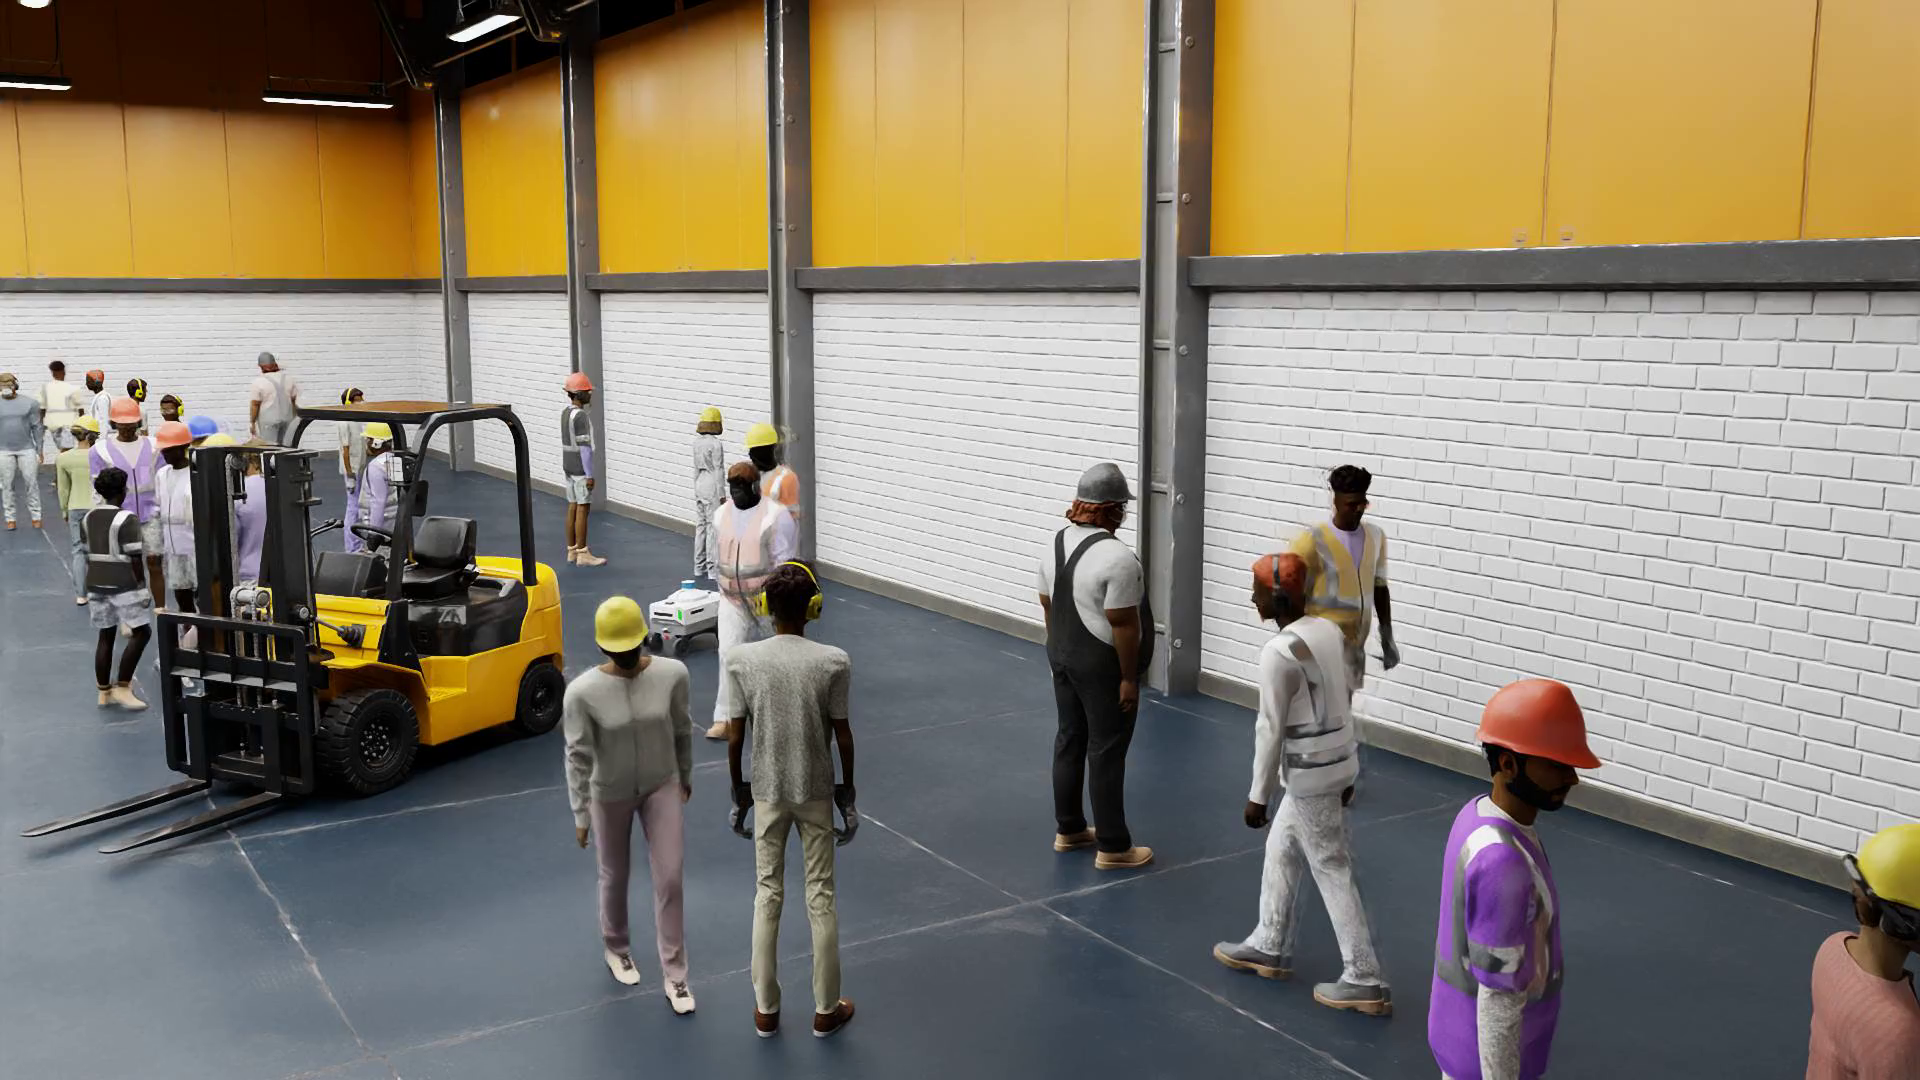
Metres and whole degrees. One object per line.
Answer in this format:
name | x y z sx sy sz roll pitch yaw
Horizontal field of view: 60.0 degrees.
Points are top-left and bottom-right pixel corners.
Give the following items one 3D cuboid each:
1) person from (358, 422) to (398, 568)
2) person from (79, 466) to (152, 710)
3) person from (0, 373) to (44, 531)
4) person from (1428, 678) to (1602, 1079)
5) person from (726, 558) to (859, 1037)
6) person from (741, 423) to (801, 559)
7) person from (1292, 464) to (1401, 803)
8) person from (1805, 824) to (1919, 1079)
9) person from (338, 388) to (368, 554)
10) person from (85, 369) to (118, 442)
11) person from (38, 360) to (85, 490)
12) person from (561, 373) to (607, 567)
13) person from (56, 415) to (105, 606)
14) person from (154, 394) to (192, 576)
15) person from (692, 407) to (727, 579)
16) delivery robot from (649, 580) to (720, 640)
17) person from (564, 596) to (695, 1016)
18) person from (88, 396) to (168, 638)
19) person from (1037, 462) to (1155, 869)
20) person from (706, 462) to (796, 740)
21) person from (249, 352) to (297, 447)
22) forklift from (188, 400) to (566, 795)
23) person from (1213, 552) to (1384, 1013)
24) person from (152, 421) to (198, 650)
person | -4.915 -0.134 14.192 0.404 1.837 0.589 0 8 1
person | -5.857 0.337 11.518 0.569 1.682 0.390 4 9 24
person | -11.501 -1.072 20.229 0.636 1.928 0.380 -4 10 -28
person | 1.384 1.295 4.229 0.376 1.934 0.547 2 9 14
person | -0.646 0.999 6.446 0.515 1.872 0.328 1 8 4
person | -1.443 0.072 12.558 0.421 1.897 0.632 -6 11 -37
person | 2.148 0.537 9.331 0.605 1.941 0.474 -5 10 -31
person | 2.012 1.469 3.675 0.339 1.755 0.531 2 9 13
person | -6.485 -0.697 17.872 0.318 1.870 0.531 -1 8 -6
person | -11.358 -1.320 22.048 0.358 1.880 0.578 -4 9 -26
person | -13.166 -1.673 24.372 0.629 1.912 0.972 0 8 -2
person | -3.993 -0.737 17.572 0.381 2.045 0.616 -5 10 -32
person | -8.025 -0.267 15.357 0.523 1.759 0.335 0 8 -2
person | -7.970 -0.555 16.979 0.505 1.857 0.331 1 8 6
person | -2.520 -0.481 16.885 0.321 1.737 0.488 -7 11 -38
delivery robot | -2.189 0.571 13.426 0.477 0.478 0.707 4 9 26
person | -1.308 1.040 6.703 0.549 1.698 0.790 -4 9 -23
person | -6.914 -0.188 13.926 0.611 2.030 0.409 -6 11 -37
person | 0.726 0.618 8.440 0.536 2.000 0.681 -5 10 -31
person | -1.362 0.368 11.002 0.623 1.793 1.007 3 9 18
person | -10.260 -1.800 24.732 0.632 2.000 0.711 6 10 34
forklift | -3.529 0.258 10.348 1.214 2.155 2.313 4 9 25
person | 1.364 0.963 6.750 0.873 1.841 0.584 5 10 30
person | -5.868 0.060 12.575 0.564 1.930 0.390 4 9 24
